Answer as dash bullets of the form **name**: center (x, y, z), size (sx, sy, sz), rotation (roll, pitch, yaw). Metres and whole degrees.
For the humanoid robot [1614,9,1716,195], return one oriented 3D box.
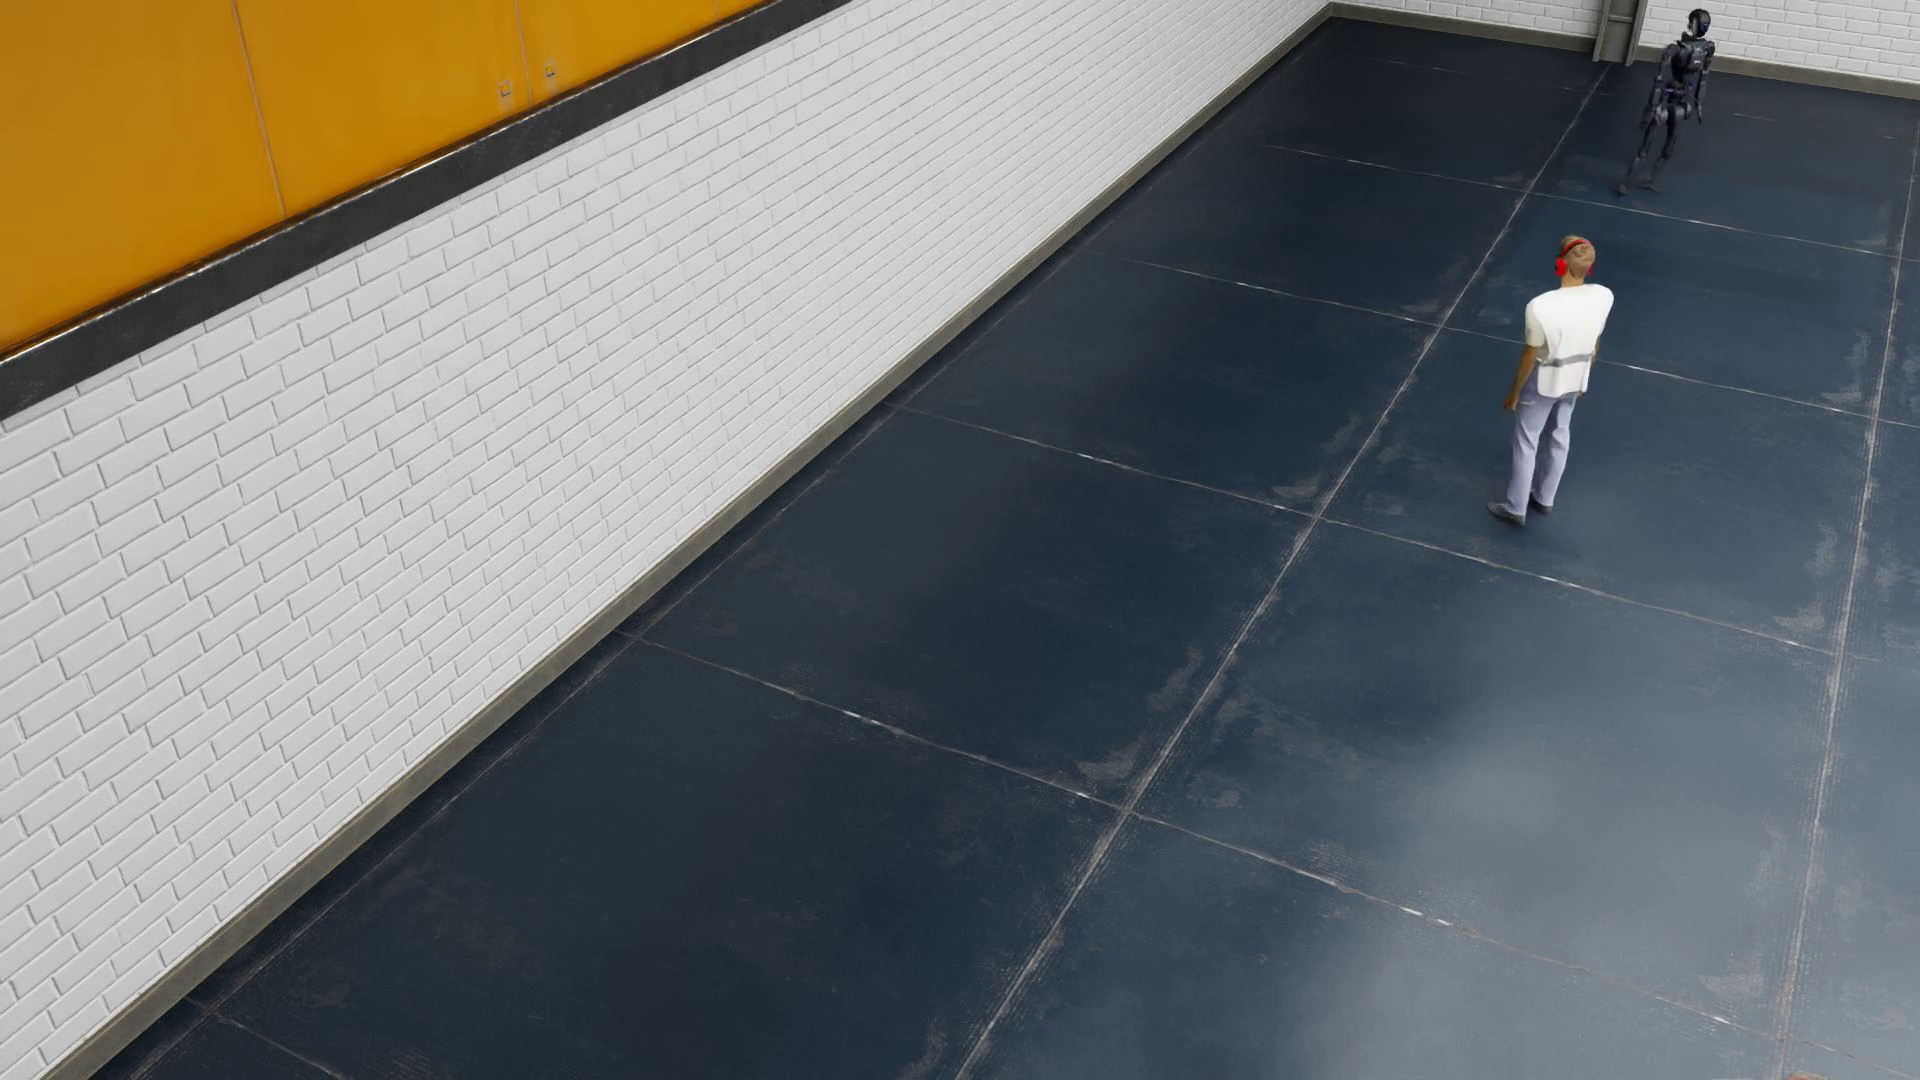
- **humanoid robot**: center (6.123, -3.769, 14.334), size (0.610, 1.641, 0.395), rotation (-11, 35, -15)

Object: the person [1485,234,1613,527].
- **person**: center (3.532, -0.925, 9.946), size (0.561, 1.848, 0.413), rotation (-12, 36, -17)
